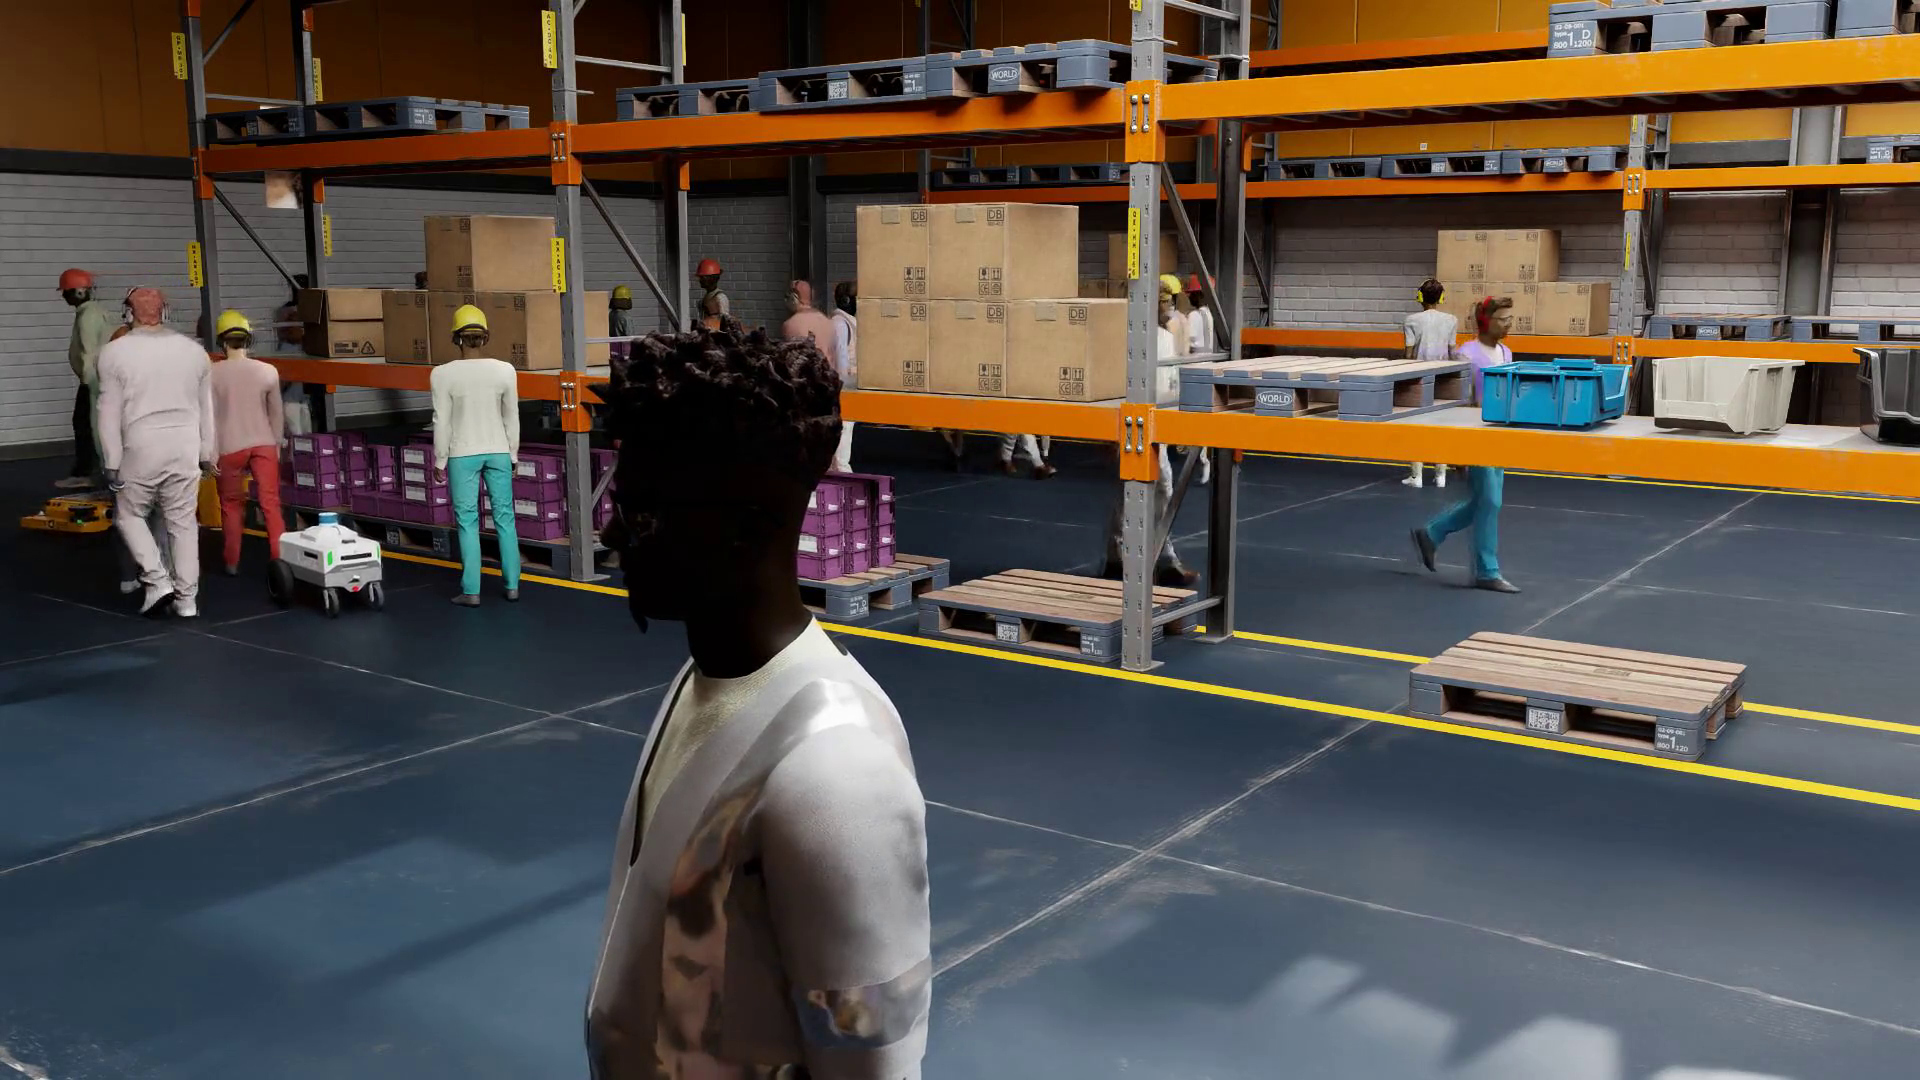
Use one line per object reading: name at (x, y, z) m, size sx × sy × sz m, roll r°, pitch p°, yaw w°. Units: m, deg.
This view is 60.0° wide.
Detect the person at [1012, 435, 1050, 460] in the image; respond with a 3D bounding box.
person at (0.737, -1.639, 16.992) m, size 0.510 × 1.640 × 0.308 m, roll -6°, pitch 11°, yaw -33°

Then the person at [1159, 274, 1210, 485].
person at (1.928, -1.407, 14.821) m, size 0.738 × 1.908 × 0.594 m, roll 2°, pitch 10°, yaw 10°

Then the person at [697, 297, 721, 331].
person at (-2.824, -1.952, 18.934) m, size 0.530 × 1.601 × 0.751 m, roll -7°, pitch 12°, yaw -34°

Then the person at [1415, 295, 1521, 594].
person at (3.177, -0.605, 10.303) m, size 0.716 × 1.826 × 0.571 m, roll 9°, pitch 13°, yaw 44°

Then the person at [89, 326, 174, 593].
person at (-5.010, -0.483, 10.130) m, size 0.501 × 1.631 × 0.285 m, roll 0°, pitch 10°, yaw 1°

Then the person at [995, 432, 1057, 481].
person at (0.607, -1.513, 15.552) m, size 0.643 × 1.877 × 1.067 m, roll -6°, pitch 11°, yaw -33°

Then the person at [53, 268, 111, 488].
person at (-7.655, -1.444, 14.871) m, size 0.879 × 1.965 × 0.622 m, roll -5°, pitch 11°, yaw -26°

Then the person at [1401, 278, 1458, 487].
person at (4.177, -1.402, 14.895) m, size 0.521 × 1.873 × 0.336 m, roll -1°, pitch 10°, yaw -3°

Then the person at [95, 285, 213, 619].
person at (-4.519, -0.478, 9.350) m, size 0.443 × 1.887 × 0.679 m, roll 8°, pitch 12°, yaw 39°

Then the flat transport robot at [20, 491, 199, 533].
flat transport robot at (-6.425, -0.269, 12.901) m, size 0.652 × 0.197 × 1.431 m, roll 4°, pitch 10°, yaw 22°

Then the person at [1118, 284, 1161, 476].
person at (1.709, -1.570, 15.555) m, size 0.394 × 1.985 × 0.611 m, roll 9°, pitch 13°, yaw 42°

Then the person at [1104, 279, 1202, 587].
person at (1.258, -0.662, 10.333) m, size 0.845 × 1.910 × 0.647 m, roll 6°, pitch 11°, yaw 30°

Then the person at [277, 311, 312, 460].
person at (-5.758, -1.157, 14.218) m, size 0.549 × 1.606 × 0.521 m, roll 1°, pitch 10°, yaw 6°

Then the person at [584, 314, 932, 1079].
person at (-0.232, 0.736, 1.879) m, size 0.368 × 1.966 × 0.602 m, roll -4°, pitch 10°, yaw -21°

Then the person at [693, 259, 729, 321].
person at (-2.875, -2.212, 19.209) m, size 0.380 × 2.040 × 0.615 m, roll -5°, pitch 11°, yaw -27°

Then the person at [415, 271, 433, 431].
person at (-6.313, -2.250, 19.864) m, size 0.399 × 1.900 × 0.642 m, roll -2°, pitch 10°, yaw -12°

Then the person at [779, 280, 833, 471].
person at (-1.402, -1.290, 14.266) m, size 0.901 × 1.857 × 0.654 m, roll 5°, pitch 11°, yaw 25°

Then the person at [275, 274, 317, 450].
person at (-6.597, -1.687, 16.533) m, size 0.615 × 1.900 × 0.492 m, roll 6°, pitch 11°, yaw 31°

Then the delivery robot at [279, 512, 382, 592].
delivery robot at (-3.669, 0.082, 9.686) m, size 0.477 × 0.478 × 0.707 m, roll -9°, pitch 13°, yaw -44°

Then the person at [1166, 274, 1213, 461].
person at (2.293, -1.665, 16.408) m, size 0.975 × 1.887 × 0.549 m, roll 6°, pitch 11°, yaw 32°

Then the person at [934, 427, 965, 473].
person at (-0.105, -1.586, 15.849) m, size 0.547 × 1.914 × 0.416 m, roll -6°, pitch 11°, yaw -34°

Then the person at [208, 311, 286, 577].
person at (-4.461, -0.570, 10.413) m, size 0.532 × 1.714 × 0.923 m, roll -8°, pitch 13°, yaw -41°

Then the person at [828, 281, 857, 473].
person at (-0.996, -1.370, 14.788) m, size 0.430 × 1.844 × 0.624 m, roll 1°, pitch 10°, yaw 4°

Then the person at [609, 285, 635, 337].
person at (-3.895, -2.071, 19.257) m, size 0.487 × 1.744 × 0.296 m, roll 9°, pitch 13°, yaw 43°

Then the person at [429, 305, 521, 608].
person at (-2.839, -0.487, 9.753) m, size 0.526 × 1.768 × 0.331 m, roll -7°, pitch 12°, yaw -36°

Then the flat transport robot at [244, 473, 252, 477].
flat transport robot at (-5.556, -0.460, 14.037) m, size 1.431 × 0.197 × 0.652 m, roll -3°, pitch 10°, yaw -15°

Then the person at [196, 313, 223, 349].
person at (-6.007, -1.023, 13.379) m, size 0.518 × 1.624 × 0.335 m, roll 4°, pitch 10°, yaw 23°
